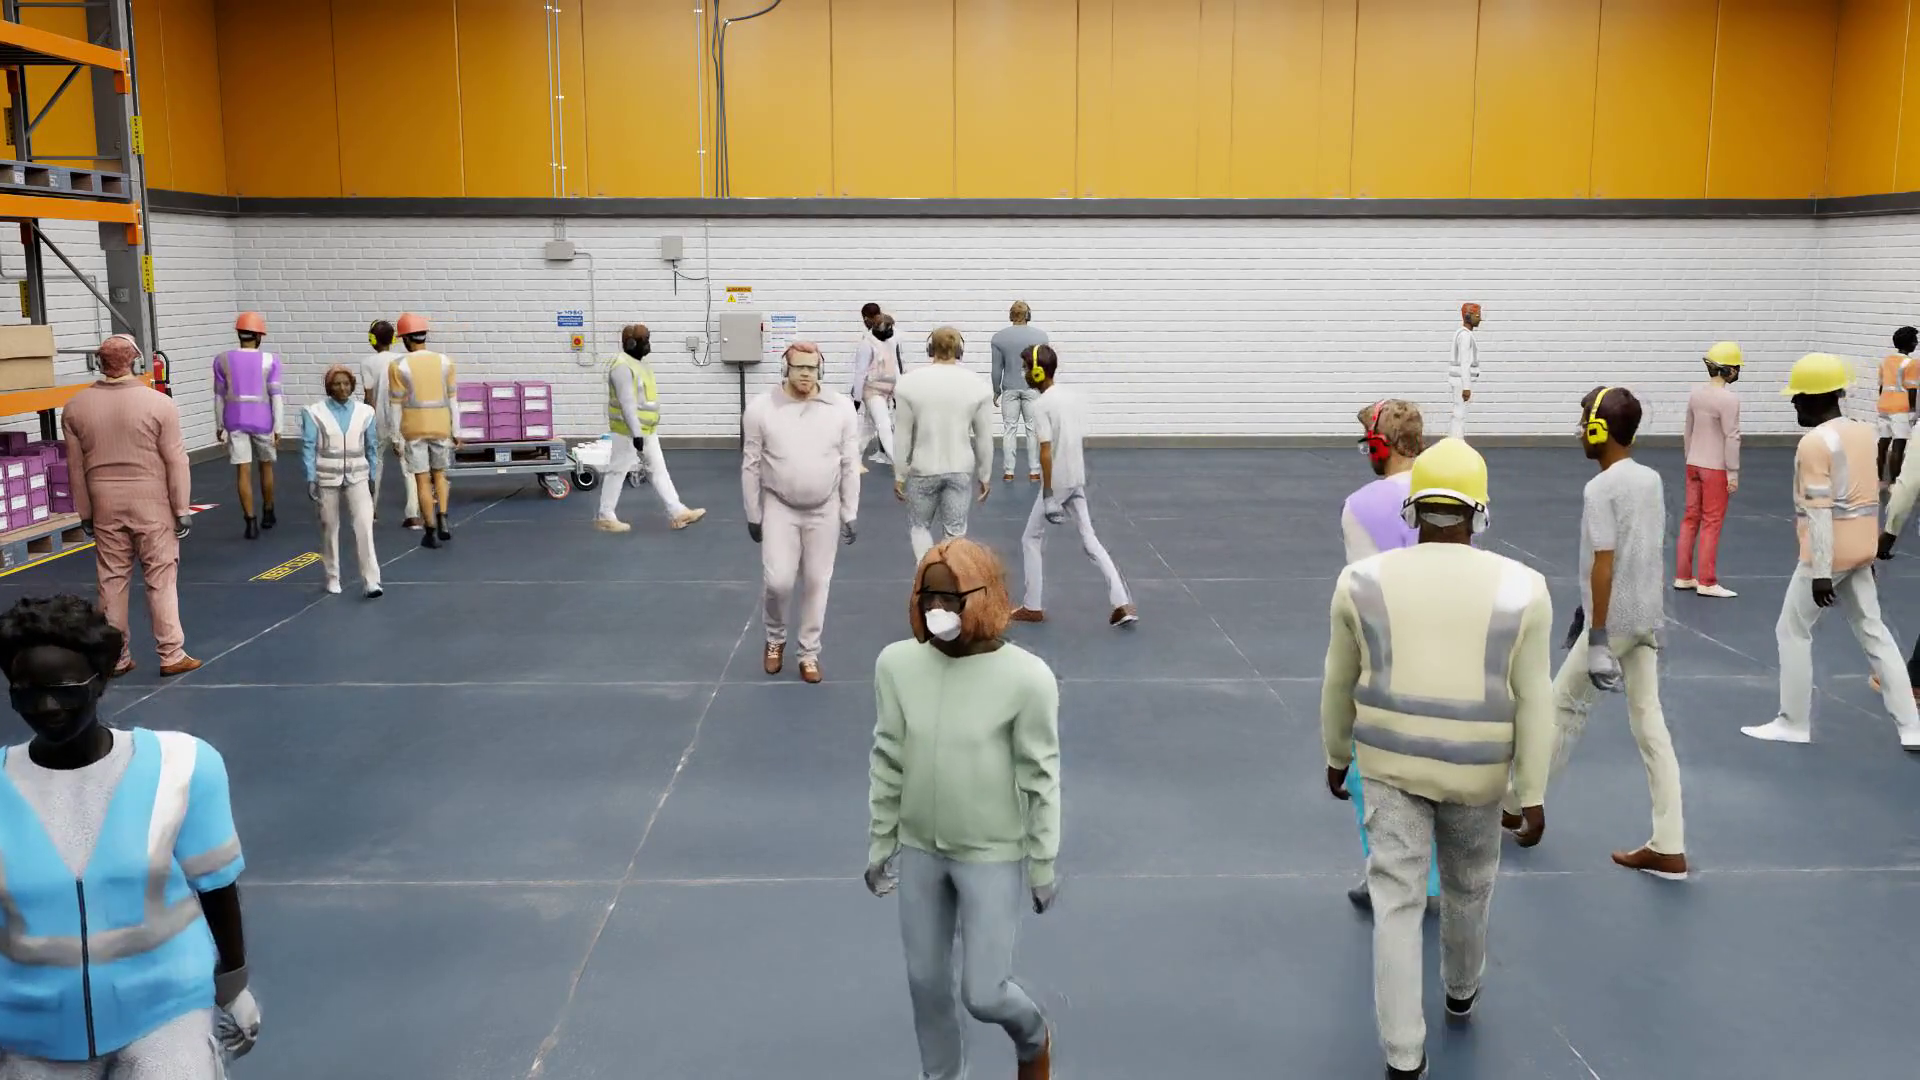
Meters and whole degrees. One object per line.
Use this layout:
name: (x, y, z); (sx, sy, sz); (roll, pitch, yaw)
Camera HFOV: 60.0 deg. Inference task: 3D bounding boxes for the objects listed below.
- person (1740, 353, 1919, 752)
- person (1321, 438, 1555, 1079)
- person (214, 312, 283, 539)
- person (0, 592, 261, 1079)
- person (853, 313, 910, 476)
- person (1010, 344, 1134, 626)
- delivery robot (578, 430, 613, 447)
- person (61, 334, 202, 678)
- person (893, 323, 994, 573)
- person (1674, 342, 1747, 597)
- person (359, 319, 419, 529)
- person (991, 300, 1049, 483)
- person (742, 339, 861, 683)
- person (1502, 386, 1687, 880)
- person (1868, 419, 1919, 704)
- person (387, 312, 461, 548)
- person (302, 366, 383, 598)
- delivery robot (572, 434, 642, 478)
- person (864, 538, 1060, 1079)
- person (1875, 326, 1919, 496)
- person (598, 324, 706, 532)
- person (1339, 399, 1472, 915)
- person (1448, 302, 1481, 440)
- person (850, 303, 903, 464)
person: (4.200, 0.074, 7.797); (0.656, 1.883, 0.732); (-6, 11, -32)
person: (1.352, 0.604, 4.746); (0.625, 1.792, 0.872); (3, 10, 18)
person: (-6.066, -0.992, 14.231); (0.561, 1.888, 0.948); (-3, 10, -20)
person: (-1.613, 0.930, 3.092); (0.558, 1.671, 0.628); (-3, 10, -20)
person: (-0.882, -1.587, 18.246); (0.991, 1.781, 0.649); (4, 10, 24)
person: (0.694, -0.328, 10.489); (0.900, 1.811, 0.532); (7, 12, 38)
delivery robot: (-3.688, -0.928, 17.657); (0.707, 0.478, 0.477); (-4, 10, -21)
person: (-4.575, -0.183, 9.230); (0.642, 1.913, 0.408); (0, 9, -2)
person: (-0.105, -0.422, 10.652); (0.654, 1.920, 0.441); (-1, 9, -5)
person: (5.241, -0.491, 11.561); (0.328, 1.767, 0.530); (-1, 9, -9)
person: (-5.046, -1.022, 14.659); (0.512, 1.821, 0.977); (-7, 12, -39)
person: (0.641, -1.564, 17.636); (0.627, 1.934, 0.370); (1, 9, 5)
person: (-0.856, -0.151, 9.103); (0.636, 1.891, 0.416); (-2, 10, -13)
person: (2.417, 0.330, 6.378); (0.513, 1.812, 0.986); (-6, 11, -35)
person: (4.952, -0.025, 8.258); (0.591, 1.932, 1.023); (-3, 10, -17)
person: (-4.362, -0.887, 13.534); (0.567, 1.914, 0.462); (-7, 11, -36)
person: (-4.227, -0.383, 11.412); (0.530, 1.600, 0.850); (-6, 11, -31)
delivery robot: (-3.647, -0.855, 17.212); (0.707, 0.478, 0.477); (-2, 9, -15)
person: (0.026, 0.785, 4.194); (0.503, 1.621, 0.432); (5, 11, 29)
person: (9.392, -1.289, 16.663); (0.322, 1.697, 0.535); (-1, 9, -4)
person: (-2.702, -0.940, 14.232); (0.967, 1.789, 0.657); (2, 9, 10)
person: (1.565, 0.419, 5.841); (0.566, 1.820, 0.449); (-4, 10, -24)
person: (5.788, -1.778, 19.098); (0.342, 1.880, 0.579); (2, 9, 12)
person: (-0.980, -1.804, 19.284); (0.609, 1.879, 0.645); (5, 10, 26)
